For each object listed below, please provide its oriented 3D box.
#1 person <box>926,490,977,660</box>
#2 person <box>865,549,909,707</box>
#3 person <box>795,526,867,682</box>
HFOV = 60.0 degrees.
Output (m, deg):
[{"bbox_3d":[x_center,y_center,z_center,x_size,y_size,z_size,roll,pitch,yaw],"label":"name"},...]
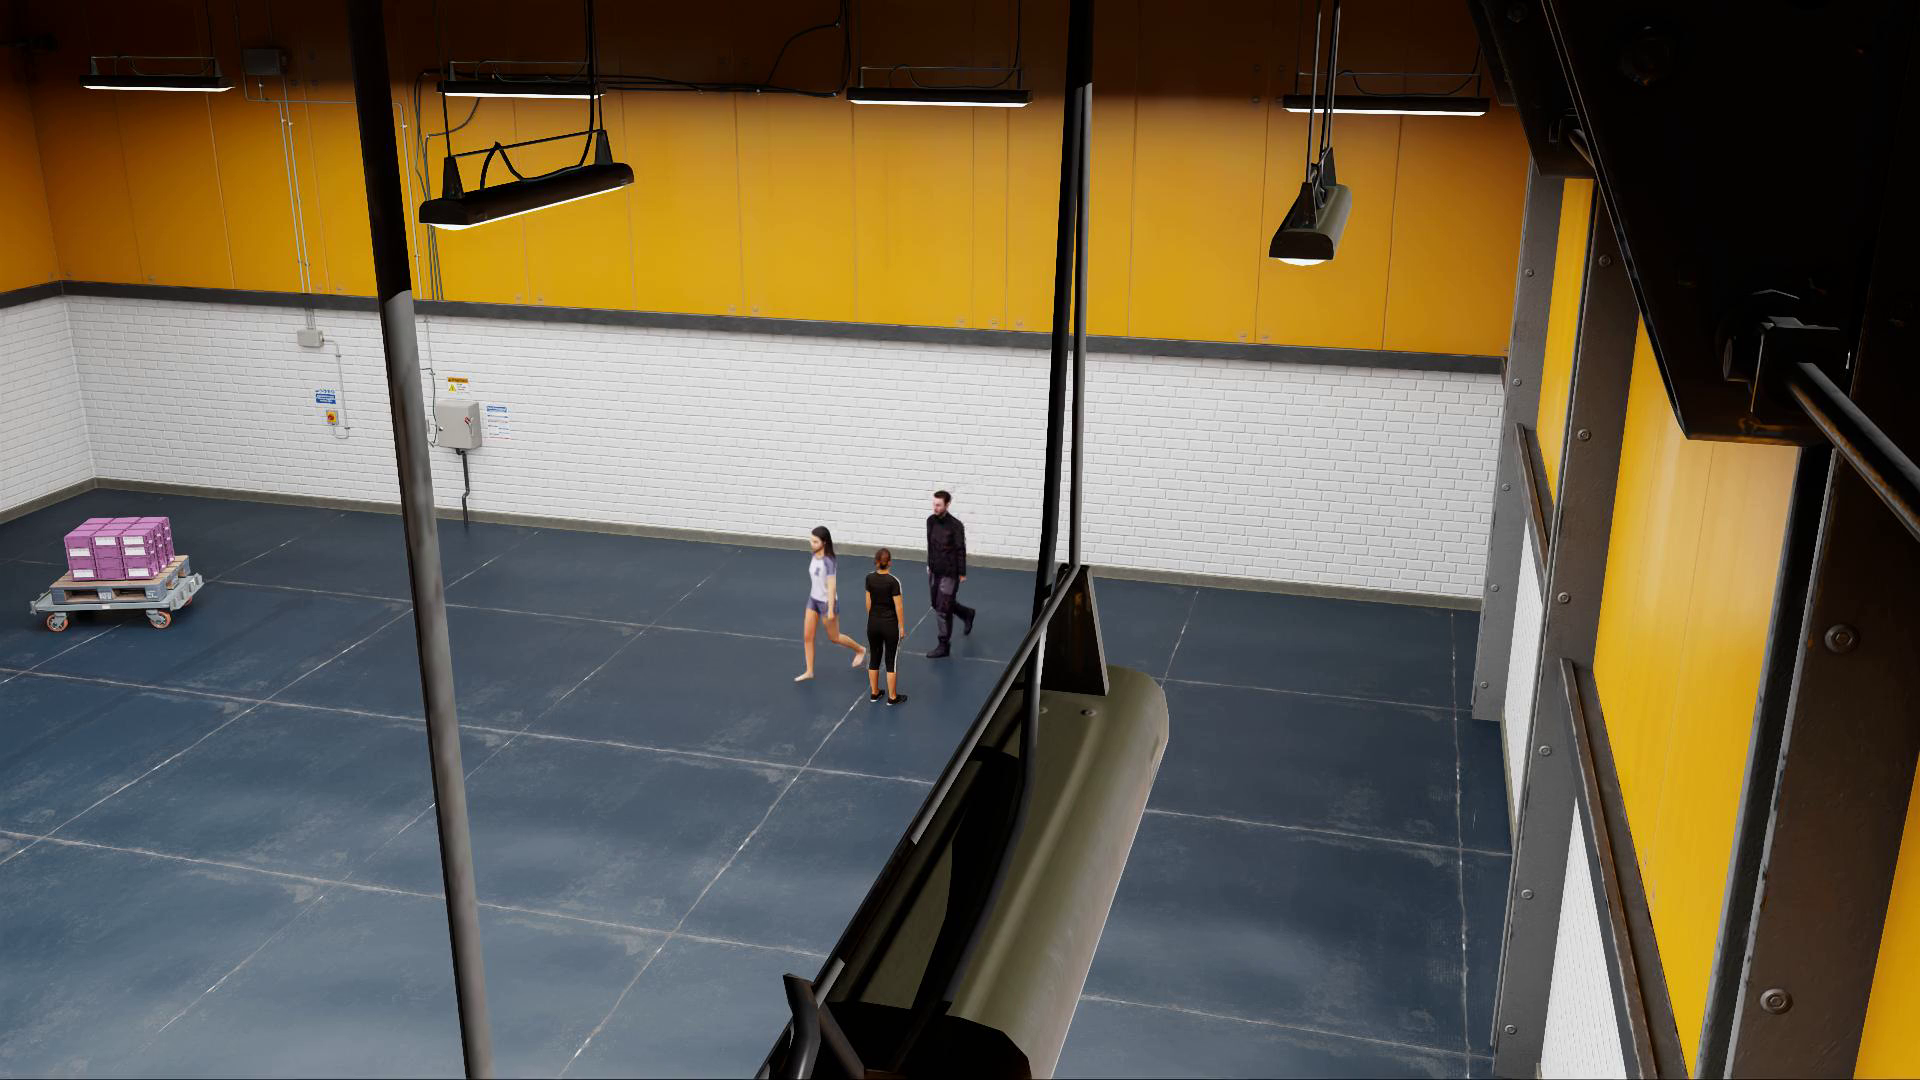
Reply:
[{"bbox_3d":[-0.105,0.349,18.243,1.048,1.882,1.211,17,25,41],"label":"person"},{"bbox_3d":[-0.778,0.872,17.027,0.641,1.667,0.619,11,21,29],"label":"person"},{"bbox_3d":[-1.357,0.672,17.572,1.125,1.699,1.008,-12,22,-32],"label":"person"}]
